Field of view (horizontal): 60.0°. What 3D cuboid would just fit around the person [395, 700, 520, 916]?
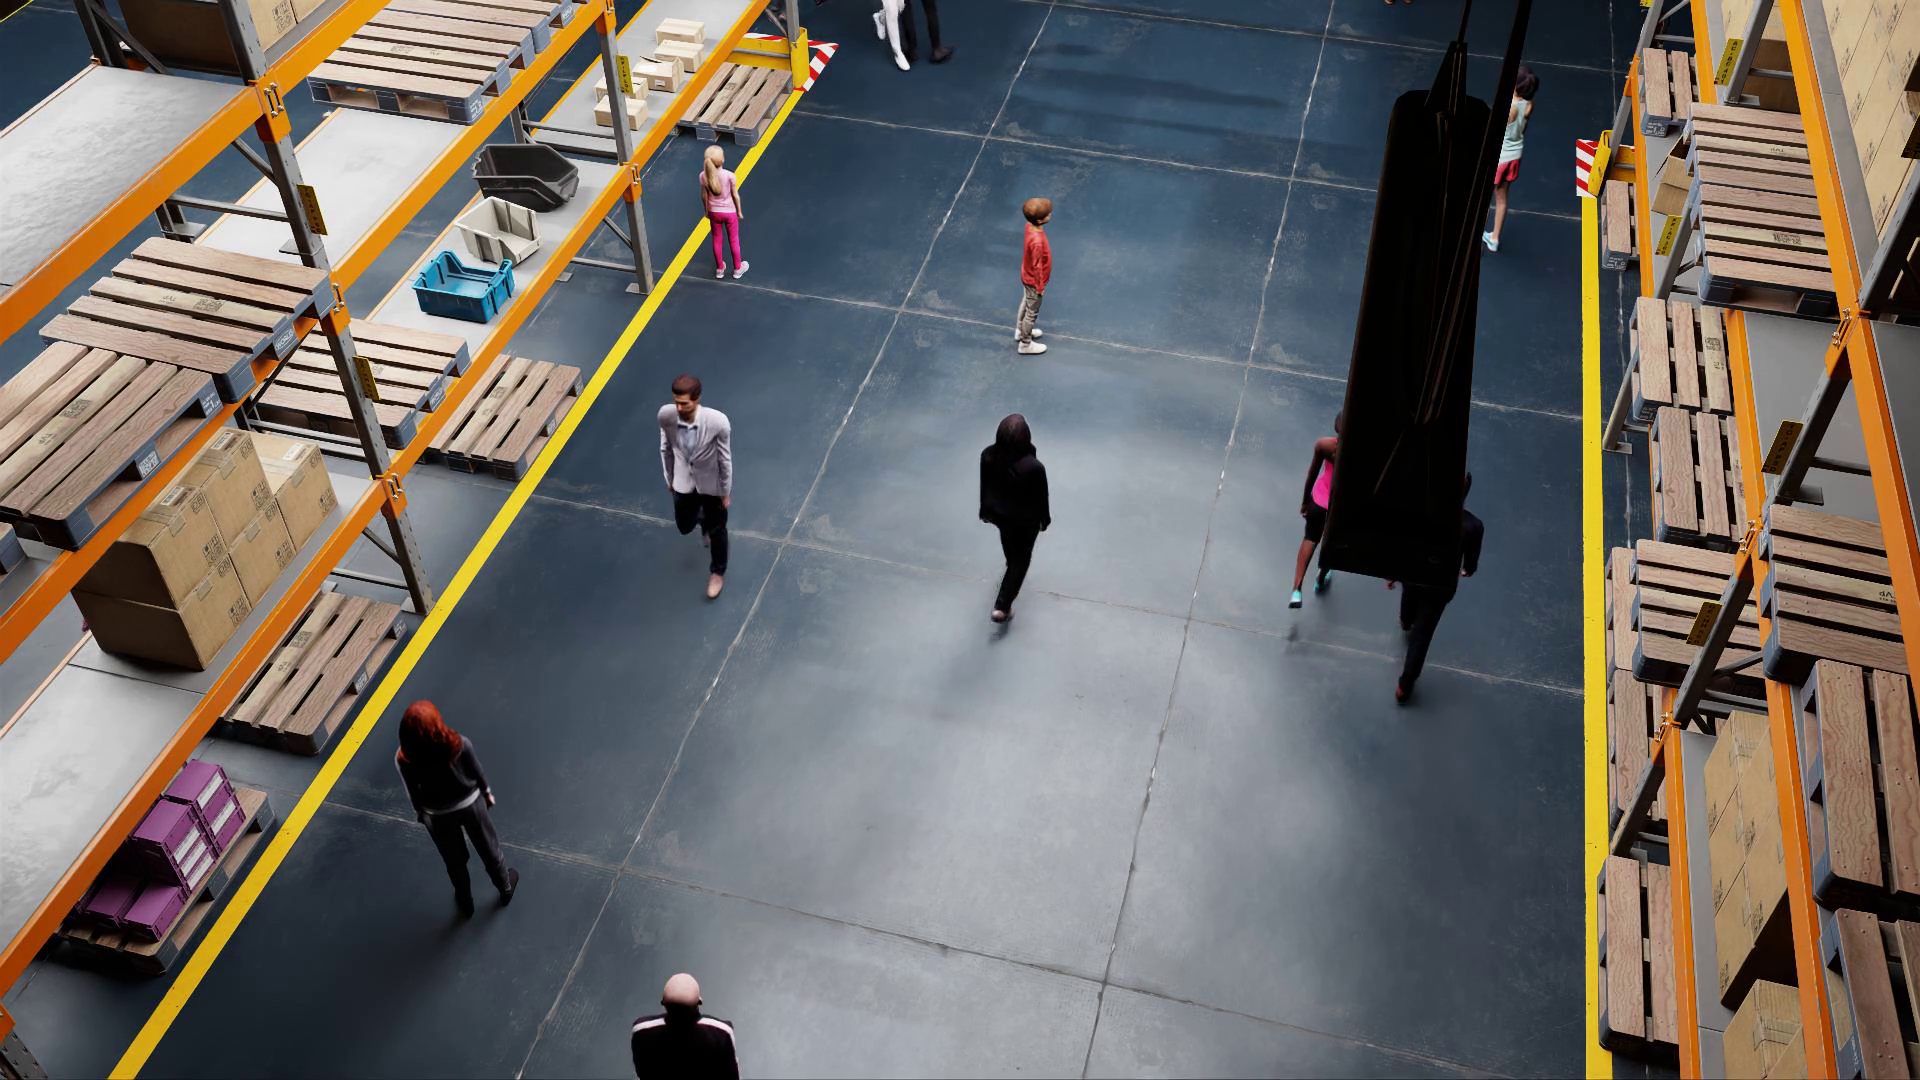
[{"bbox_3d":[-2.852,1.511,9.376,0.655,1.779,0.667,-12,45,-12],"label":"person"}]

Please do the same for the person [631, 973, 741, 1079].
[{"bbox_3d":[-1.306,2.758,8.045,0.949,1.810,1.241,-4,44,-5],"label":"person"}]

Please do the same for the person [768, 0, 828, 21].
[{"bbox_3d":[-1.860,-6.296,17.734,1.036,1.555,1.070,-14,45,-14],"label":"person"}]

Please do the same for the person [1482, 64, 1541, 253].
[{"bbox_3d":[4.698,-3.297,14.434,0.671,1.764,0.722,-18,46,-18],"label":"person"}]

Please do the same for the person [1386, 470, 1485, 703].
[{"bbox_3d":[2.994,0.331,10.693,0.764,1.672,1.147,15,46,15],"label":"person"}]

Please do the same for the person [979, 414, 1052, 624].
[{"bbox_3d":[0.338,-0.126,11.235,0.777,1.586,1.106,19,47,19],"label":"person"}]

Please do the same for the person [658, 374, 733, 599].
[{"bbox_3d":[-1.742,-0.454,11.398,0.699,1.834,0.867,9,44,10],"label":"person"}]

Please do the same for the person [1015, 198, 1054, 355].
[{"bbox_3d":[0.592,-2.150,13.484,0.643,1.413,0.526,-5,44,-5],"label":"person"}]

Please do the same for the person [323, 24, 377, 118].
[{"bbox_3d":[-5.889,-5.043,16.301,0.940,1.717,1.189,34,53,30],"label":"person"}]

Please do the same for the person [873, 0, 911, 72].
[{"bbox_3d":[-0.742,-5.797,17.040,1.149,1.789,1.202,-23,48,-23],"label":"person"}]

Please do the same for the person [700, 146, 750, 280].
[{"bbox_3d":[-2.043,-2.826,14.296,0.516,1.271,0.551,4,44,4],"label":"person"}]

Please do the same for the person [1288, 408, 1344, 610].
[{"bbox_3d":[2.485,-0.177,11.199,0.656,1.709,0.952,18,47,18],"label":"person"}]

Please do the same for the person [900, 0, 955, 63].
[{"bbox_3d":[-0.466,-5.764,16.976,0.936,1.828,0.798,4,44,4],"label":"person"}]
